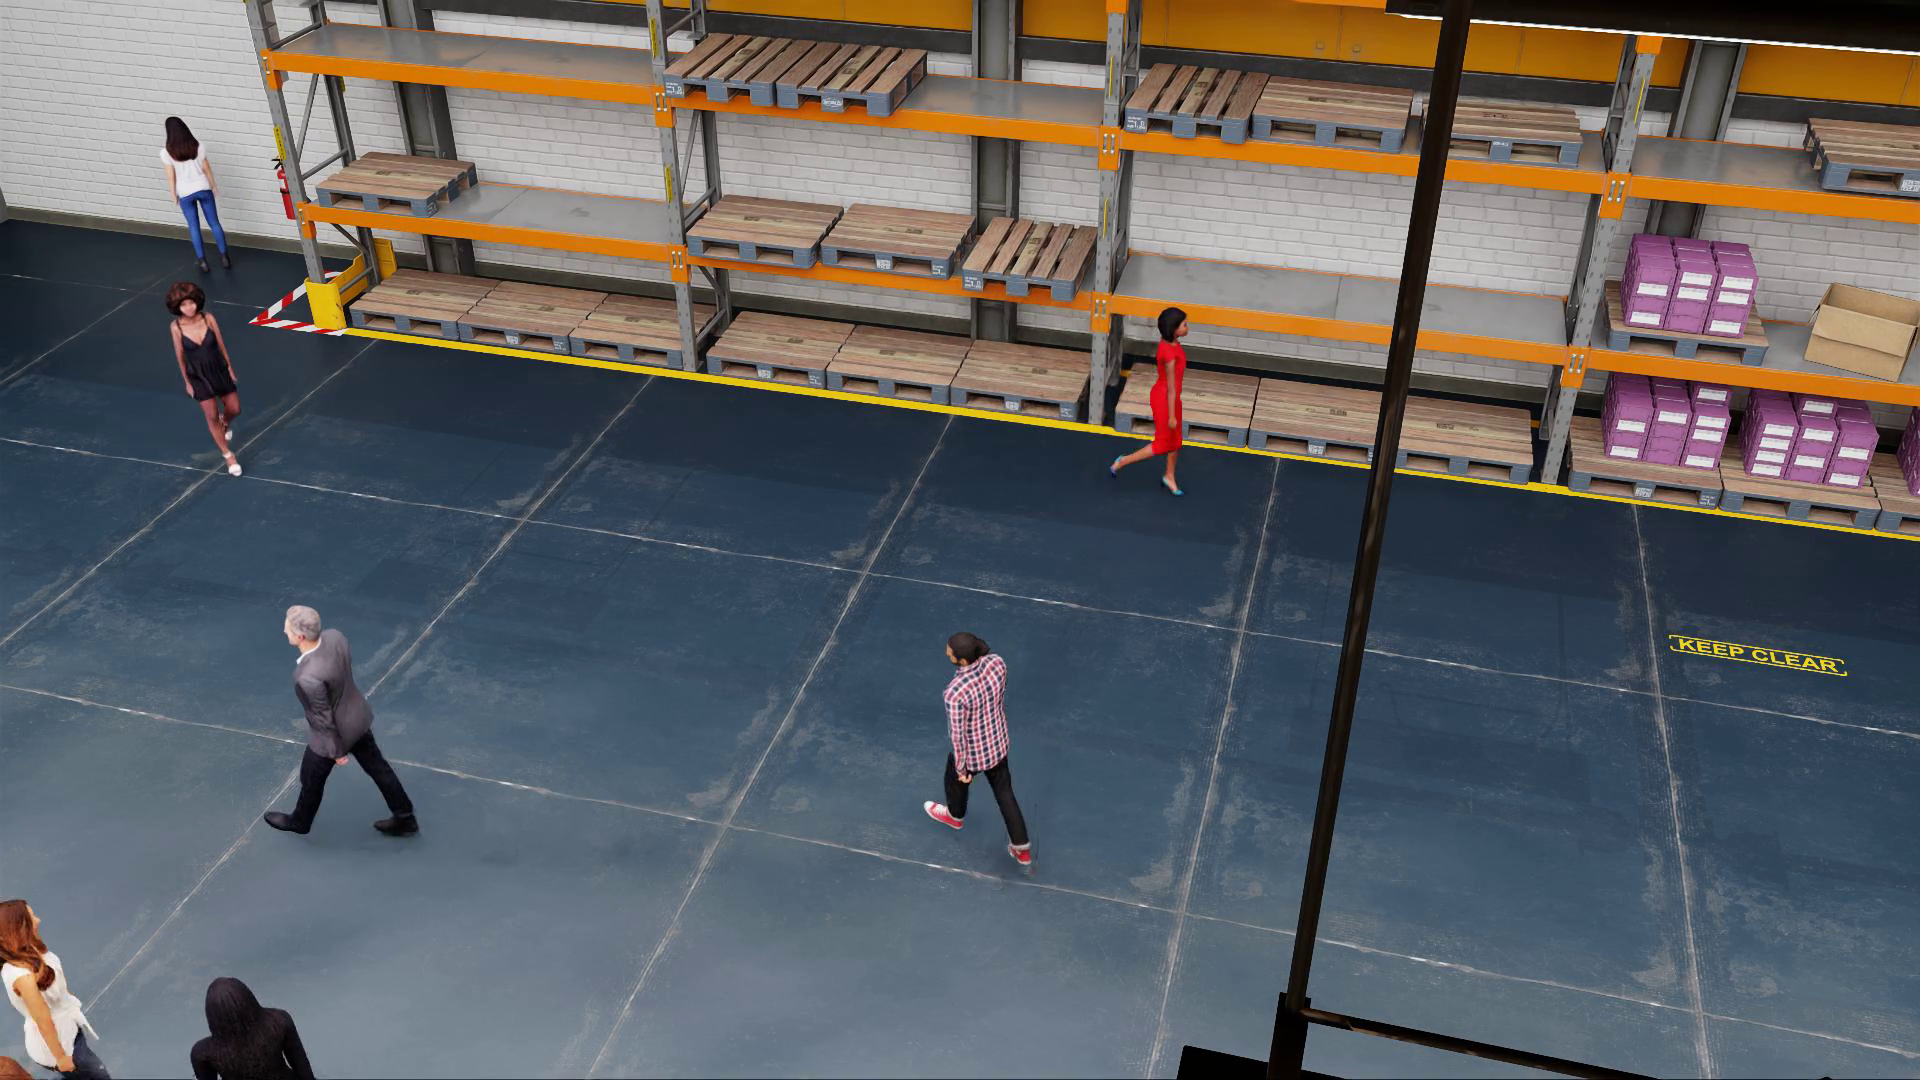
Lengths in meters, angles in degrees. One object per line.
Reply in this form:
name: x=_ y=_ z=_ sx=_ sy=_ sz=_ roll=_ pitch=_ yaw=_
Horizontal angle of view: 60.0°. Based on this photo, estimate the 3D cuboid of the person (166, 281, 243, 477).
person: x=-6.420 y=-1.404 z=14.180 sx=0.824 sy=1.777 sz=0.907 roll=-22 pitch=39 yaw=-29

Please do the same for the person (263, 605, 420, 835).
person: x=-3.771 y=1.165 z=10.299 sx=1.229 sy=1.795 sz=0.823 roll=3 pitch=34 yaw=5

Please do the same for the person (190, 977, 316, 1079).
person: x=-3.284 y=2.787 z=7.957 sx=1.017 sy=1.685 sz=1.132 roll=-22 pitch=39 yaw=-29

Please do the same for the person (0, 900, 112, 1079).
person: x=-4.602 y=2.507 z=8.306 sx=1.057 sy=1.766 sz=0.990 roll=-17 pitch=37 yaw=-24

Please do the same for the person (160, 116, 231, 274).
person: x=-8.118 y=-3.661 z=17.659 sx=0.695 sy=1.684 sz=0.738 roll=-19 pitch=38 yaw=-26

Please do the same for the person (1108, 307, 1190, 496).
person: x=1.626 y=-1.104 z=13.777 sx=0.906 sy=1.723 sz=0.600 roll=6 pitch=34 yaw=9

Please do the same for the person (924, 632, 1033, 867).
person: x=0.174 y=1.278 z=10.179 sx=1.140 sy=1.738 sz=1.272 roll=-23 pitch=40 yaw=-30
